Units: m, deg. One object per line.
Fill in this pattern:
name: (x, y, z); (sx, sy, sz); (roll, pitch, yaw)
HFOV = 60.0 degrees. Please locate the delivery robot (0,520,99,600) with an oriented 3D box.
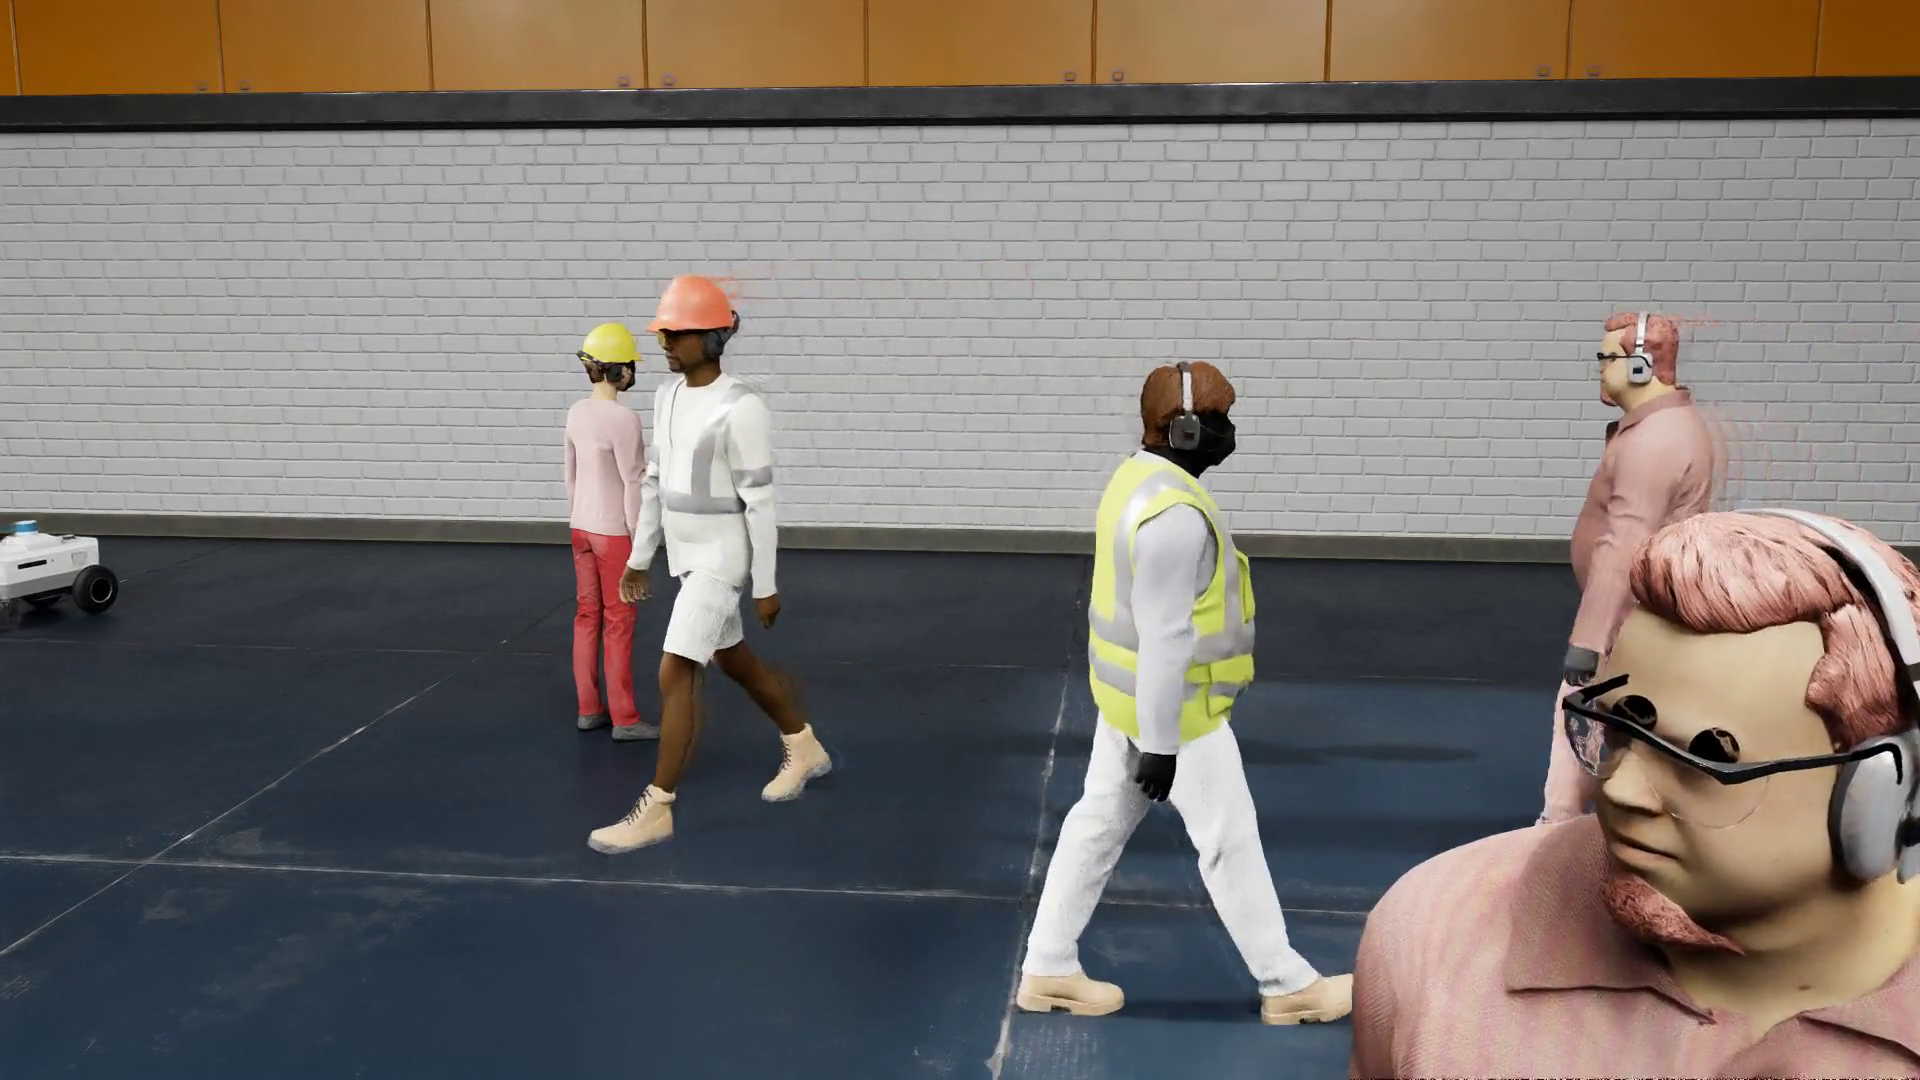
delivery robot: (-5.216, 0.134, 9.329); (0.477, 0.478, 0.707); (4, 11, 21)

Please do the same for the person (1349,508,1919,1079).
person: (0.544, 0.916, 1.263); (0.642, 1.905, 0.399); (7, 12, 36)

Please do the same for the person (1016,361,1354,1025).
person: (0.591, 0.424, 4.409); (0.949, 1.792, 0.644); (-1, 10, -5)

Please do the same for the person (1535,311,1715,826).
person: (1.992, 0.232, 5.226); (0.813, 1.876, 0.680); (5, 11, 26)

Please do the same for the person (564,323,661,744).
person: (-1.474, -0.029, 7.060); (0.329, 1.769, 0.526); (-9, 13, -42)

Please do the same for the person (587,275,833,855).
person: (-0.864, 0.054, 5.958); (1.052, 1.998, 0.611); (-7, 12, -34)
